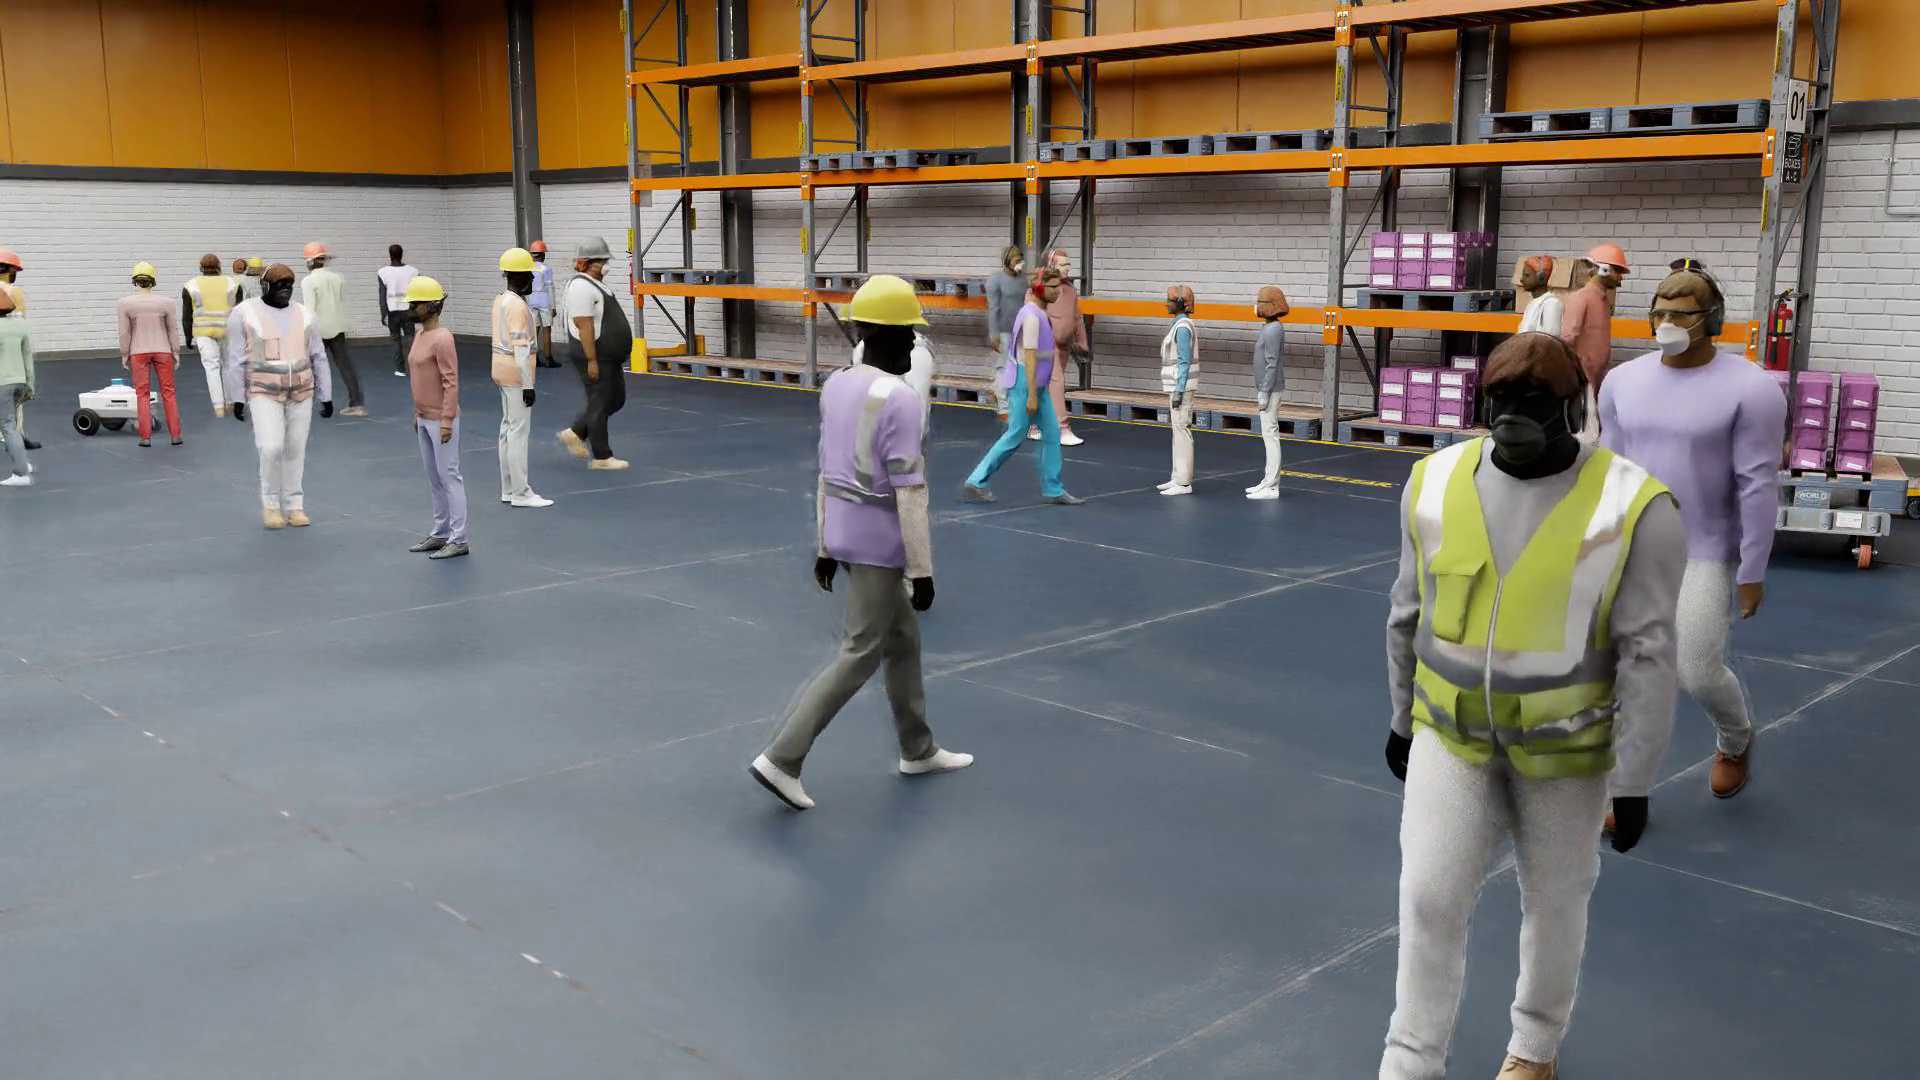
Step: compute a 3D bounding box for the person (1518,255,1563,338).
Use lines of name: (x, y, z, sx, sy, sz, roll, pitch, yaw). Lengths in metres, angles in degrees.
person: (4.379, -1.236, 12.750, 0.425, 1.866, 0.609, 1, 10, 7)

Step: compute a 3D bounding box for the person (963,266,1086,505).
person: (0.461, -1.139, 12.436, 0.881, 1.806, 0.579, 2, 11, 12)

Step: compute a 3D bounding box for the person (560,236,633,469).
person: (-3.143, -1.619, 14.371, 0.625, 2.000, 0.690, 1, 10, 3)

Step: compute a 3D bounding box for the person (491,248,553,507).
person: (-3.300, -1.209, 12.444, 0.381, 1.928, 0.587, -5, 12, -26)

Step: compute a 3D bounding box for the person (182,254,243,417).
person: (-8.426, -2.316, 18.807, 0.660, 1.802, 0.901, -5, 12, -27)

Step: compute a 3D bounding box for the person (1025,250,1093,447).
person: (0.988, -1.843, 16.045, 0.883, 1.869, 0.664, 8, 13, 39)

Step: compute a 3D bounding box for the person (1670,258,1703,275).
person: (5.397, -1.213, 12.698, 0.779, 1.841, 0.546, 5, 11, 24)

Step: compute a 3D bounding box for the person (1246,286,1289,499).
person: (2.371, -1.135, 12.838, 0.283, 1.636, 0.500, 2, 11, 10)

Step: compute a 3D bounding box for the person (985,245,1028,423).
person: (0.503, -2.226, 18.016, 0.624, 1.919, 0.485, -9, 14, -41)

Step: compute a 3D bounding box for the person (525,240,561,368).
person: (-6.408, -3.603, 25.462, 0.544, 1.942, 0.347, 5, 11, 24)

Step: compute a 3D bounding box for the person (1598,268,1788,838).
person: (2.467, 0.041, 5.661, 0.688, 1.923, 0.638, -9, 14, -40)

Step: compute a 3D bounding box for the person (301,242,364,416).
person: (-7.181, -2.361, 18.703, 1.042, 1.935, 0.651, 5, 11, 24)

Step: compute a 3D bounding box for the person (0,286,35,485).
person: (-7.762, -1.243, 13.483, 0.449, 1.618, 0.509, 2, 11, 8)

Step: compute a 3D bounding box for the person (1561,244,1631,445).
person: (4.537, -1.145, 12.031, 0.483, 1.957, 0.639, 6, 12, 32)

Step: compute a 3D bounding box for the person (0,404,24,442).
person: (-9.474, -1.782, 16.369, 0.498, 1.634, 0.278, 6, 12, 28)

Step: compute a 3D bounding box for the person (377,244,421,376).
person: (-8.002, -3.282, 23.820, 0.604, 1.898, 0.663, -6, 12, -30)

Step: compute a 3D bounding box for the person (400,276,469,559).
person: (-3.320, -0.766, 10.471, 0.311, 1.768, 0.533, -8, 13, -37)

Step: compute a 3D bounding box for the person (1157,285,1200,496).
person: (1.715, -1.168, 13.007, 0.307, 1.640, 0.520, 1, 10, 4)

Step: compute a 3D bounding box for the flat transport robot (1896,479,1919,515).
flat transport robot: (7.259, -0.281, 11.908, 1.431, 0.197, 0.652, 7, 12, 33)

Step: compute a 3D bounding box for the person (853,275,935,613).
person: (-0.391, -0.477, 8.773, 0.602, 1.814, 0.495, 10, 14, 43)

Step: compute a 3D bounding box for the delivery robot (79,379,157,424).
delivery robot: (-8.584, -1.402, 16.971, 0.707, 0.478, 0.477, 1, 10, 8)

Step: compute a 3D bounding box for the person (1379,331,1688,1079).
person: (1.164, 0.470, 3.592, 0.661, 1.811, 0.833, 7, 13, 35)

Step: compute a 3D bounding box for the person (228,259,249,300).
person: (-11.635, -3.735, 27.003, 0.513, 1.641, 0.309, -1, 10, -3)

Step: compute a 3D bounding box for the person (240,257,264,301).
person: (-10.541, -3.397, 24.996, 0.482, 1.700, 0.919, -1, 10, -4)

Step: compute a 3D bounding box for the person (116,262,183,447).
person: (-7.781, -1.777, 15.982, 0.527, 1.767, 0.331, -5, 12, -27)

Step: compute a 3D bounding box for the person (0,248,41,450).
person: (-8.909, -1.742, 15.430, 0.596, 1.905, 0.649, 4, 11, 23)

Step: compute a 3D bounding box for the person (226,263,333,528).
person: (-4.661, -0.989, 11.496, 0.662, 1.830, 0.525, -10, 14, -44)

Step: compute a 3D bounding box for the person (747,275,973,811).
person: (-0.362, 0.008, 5.937, 0.933, 1.893, 0.599, -6, 12, -29)
